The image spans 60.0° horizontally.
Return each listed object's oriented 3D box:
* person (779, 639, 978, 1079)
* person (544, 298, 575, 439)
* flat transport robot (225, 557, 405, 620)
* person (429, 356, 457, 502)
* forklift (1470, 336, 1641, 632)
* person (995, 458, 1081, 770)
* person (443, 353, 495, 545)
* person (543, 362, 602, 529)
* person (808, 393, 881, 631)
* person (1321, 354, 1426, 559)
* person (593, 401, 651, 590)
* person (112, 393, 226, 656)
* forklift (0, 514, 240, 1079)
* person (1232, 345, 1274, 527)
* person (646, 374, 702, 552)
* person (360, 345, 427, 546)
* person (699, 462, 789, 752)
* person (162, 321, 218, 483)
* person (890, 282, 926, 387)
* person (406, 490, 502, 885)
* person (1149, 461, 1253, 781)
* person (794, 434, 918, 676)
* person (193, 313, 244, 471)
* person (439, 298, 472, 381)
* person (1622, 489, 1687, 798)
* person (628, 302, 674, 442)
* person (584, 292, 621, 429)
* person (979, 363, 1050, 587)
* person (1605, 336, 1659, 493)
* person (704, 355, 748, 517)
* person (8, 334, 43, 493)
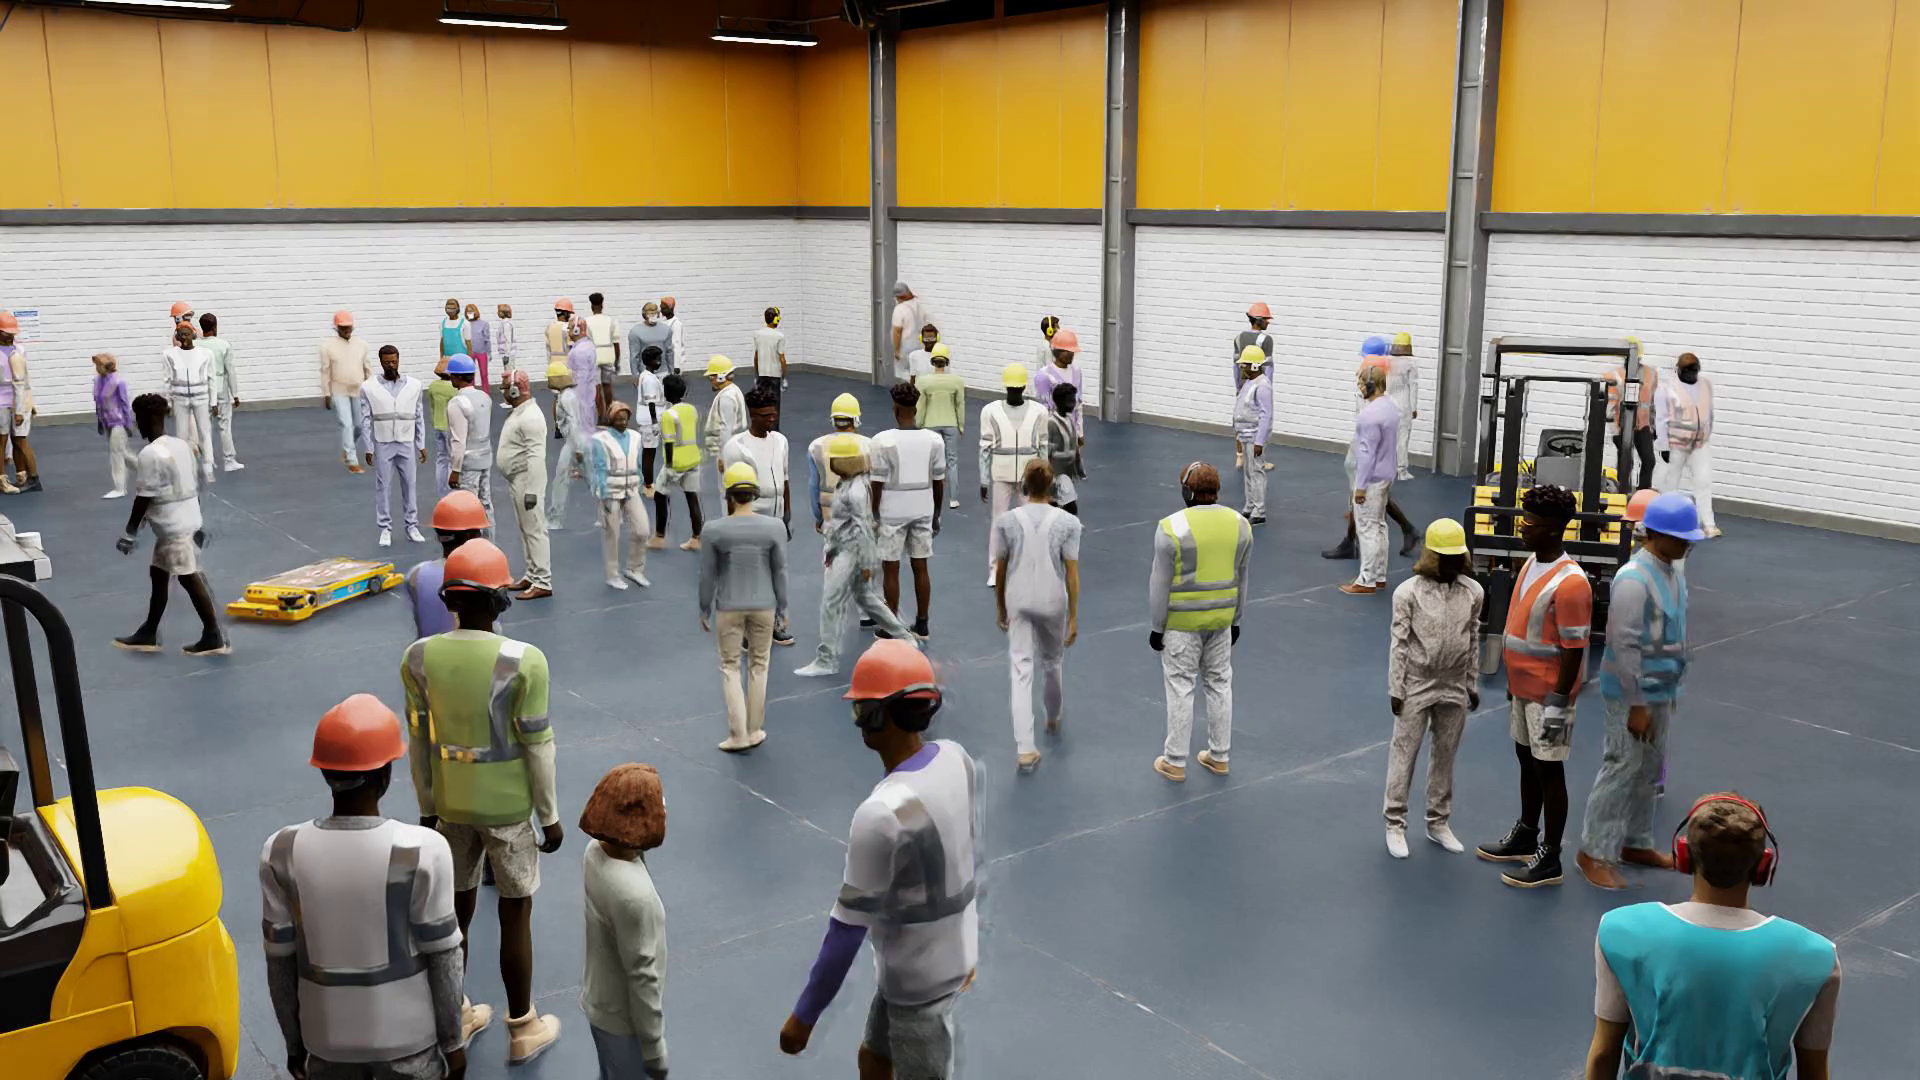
[{"bbox_3d":[-0.181,1.299,5.029,0.822,2.003,0.668,3,12,16],"label":"person"},{"bbox_3d":[-5.408,-2.338,22.804,0.543,1.928,0.373,7,14,30],"label":"person"},{"bbox_3d":[-5.282,0.383,13.683,0.652,0.197,1.431,4,12,16],"label":"flat transport robot"},{"bbox_3d":[-5.479,-1.163,17.866,0.506,1.623,0.296,8,14,33],"label":"person"},{"bbox_3d":[4.683,-0.471,13.136,1.214,2.155,2.313,4,12,20],"label":"forklift"},{"bbox_3d":[0.459,0.404,9.903,0.517,1.779,1.023,2,12,8],"label":"person"},{"bbox_3d":[-4.346,-0.677,14.730,0.391,1.948,0.605,2,12,9],"label":"person"},{"bbox_3d":[-3.858,-0.947,16.680,0.853,1.682,0.498,-1,12,-7],"label":"person"},{"bbox_3d":[-0.853,-0.209,12.748,0.590,1.835,0.404,2,12,12],"label":"person"},{"bbox_3d":[3.852,-0.752,15.227,0.927,1.908,0.550,0,12,1],"label":"person"},{"bbox_3d":[-2.836,-0.363,14.018,0.480,1.620,0.508,11,16,44],"label":"person"},{"bbox_3d":[-5.797,-0.092,11.960,0.916,1.912,0.600,-1,12,-7],"label":"person"},{"bbox_3d":[-3.687,1.115,5.480,2.313,2.155,1.214,-9,15,-36],"label":"forklift"},{"bbox_3d":[2.952,-1.050,16.814,0.403,1.830,0.600,-1,12,-3],"label":"person"},{"bbox_3d":[-2.712,-0.717,15.576,0.688,1.671,0.545,6,13,28],"label":"person"},{"bbox_3d":[-5.420,-0.913,15.946,0.591,1.917,0.392,-7,14,-31],"label":"person"},{"bbox_3d":[-1.289,0.411,9.955,0.531,1.753,0.409,-2,12,-11],"label":"person"},{"bbox_3d":[-8.919,-1.589,19.294,0.573,1.883,0.354,-4,12,-20],"label":"person"},{"bbox_3d":[-0.797,-3.025,25.843,0.632,2.000,0.719,9,15,37],"label":"person"},{"bbox_3d":[-2.378,0.717,8.040,0.546,1.935,0.386,6,13,27],"label":"person"},{"bbox_3d":[1.355,0.463,9.521,0.619,1.836,0.431,-6,13,-25],"label":"person"},{"bbox_3d":[-0.710,0.091,11.604,0.858,1.704,0.484,-2,12,-10],"label":"person"},{"bbox_3d":[-9.039,-1.782,20.139,0.597,1.918,0.383,0,12,0],"label":"person"},{"bbox_3d":[-7.409,-2.633,24.457,0.509,1.838,0.337,3,12,14],"label":"person"},{"bbox_3d":[3.720,0.590,9.087,0.340,1.747,0.569,11,16,41],"label":"person"},{"bbox_3d":[-4.107,-2.217,22.226,0.635,1.928,0.381,-8,14,-35],"label":"person"},{"bbox_3d":[-5.240,-2.596,24.048,0.609,1.933,0.786,-6,13,-28],"label":"person"},{"bbox_3d":[0.477,-0.545,14.162,0.633,1.918,0.402,-1,12,-5],"label":"person"},{"bbox_3d":[7.027,-1.178,17.297,0.688,1.881,0.534,-2,12,-11],"label":"person"},{"bbox_3d":[-2.235,-0.859,15.925,0.403,1.818,0.606,0,12,-2],"label":"person"},{"bbox_3d":[-10.670,-1.494,18.744,0.390,1.923,0.552,-10,15,-39],"label":"person"}]
